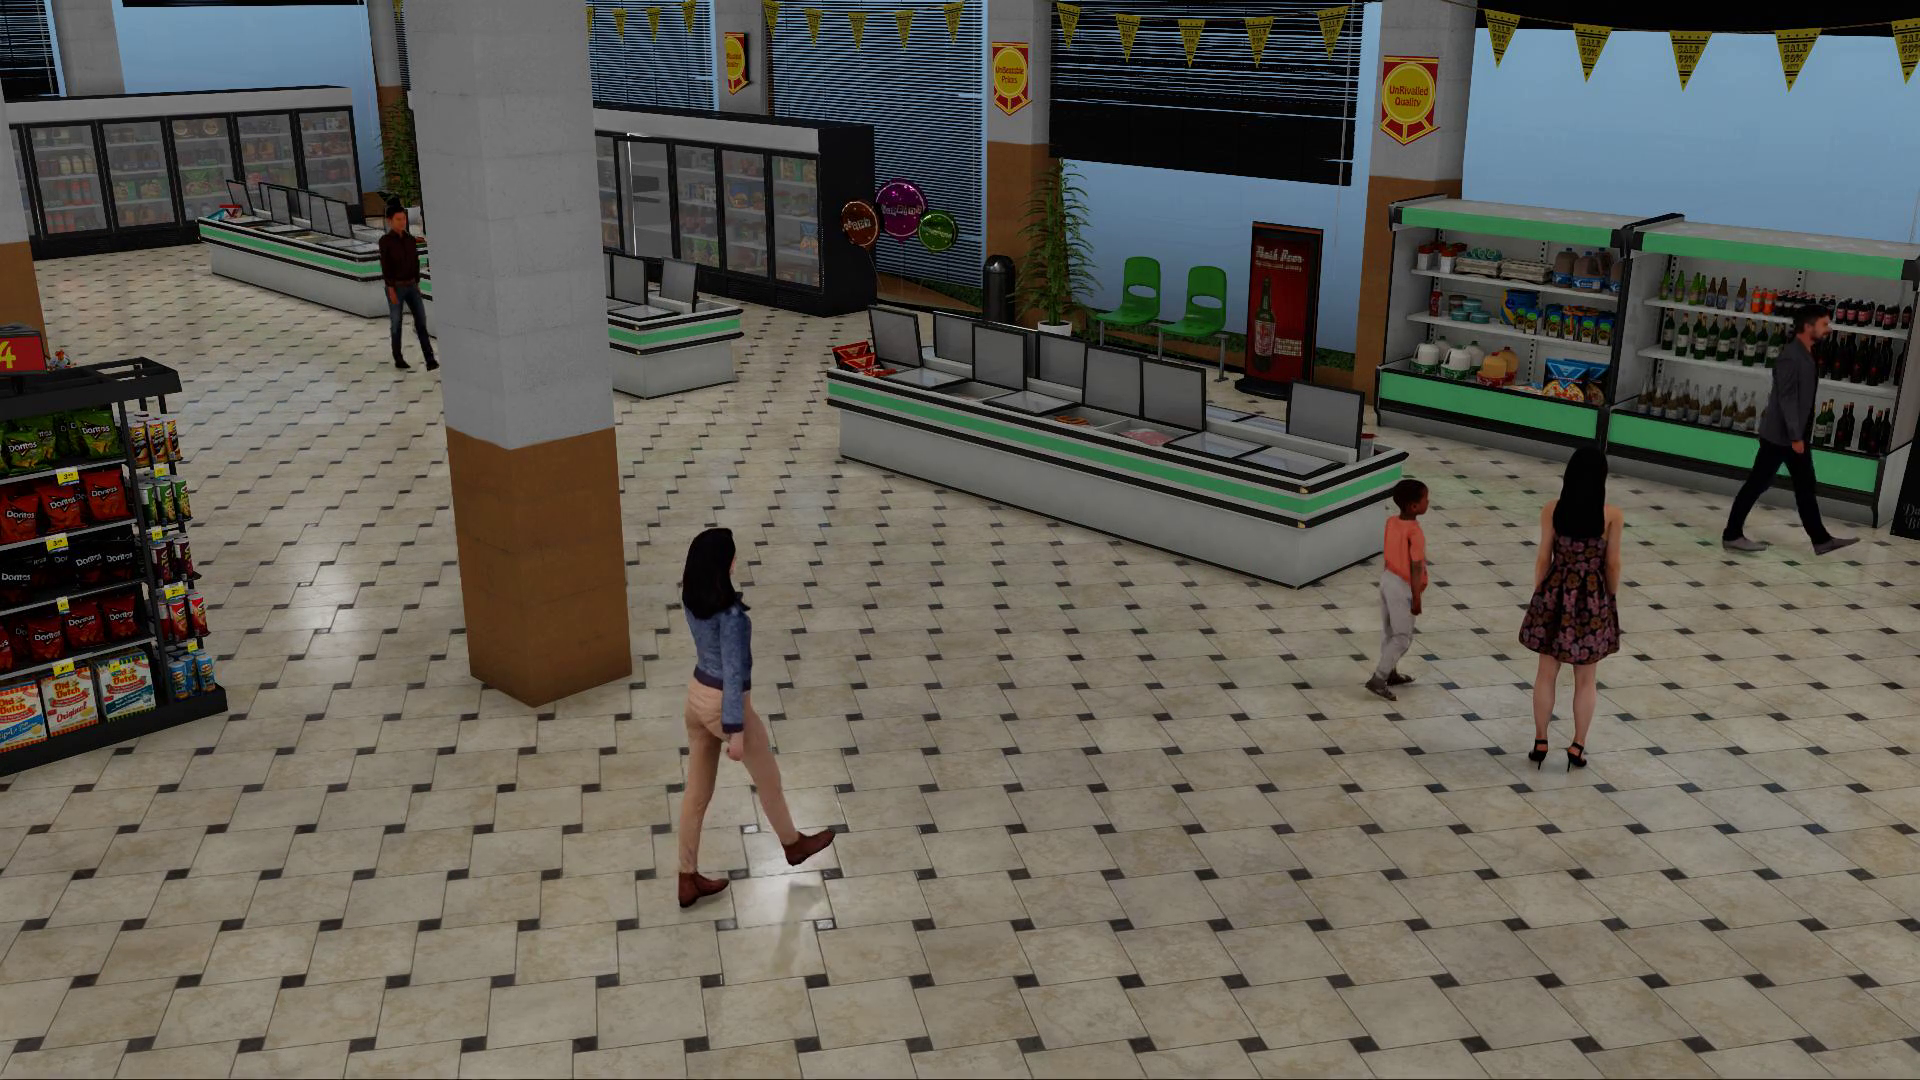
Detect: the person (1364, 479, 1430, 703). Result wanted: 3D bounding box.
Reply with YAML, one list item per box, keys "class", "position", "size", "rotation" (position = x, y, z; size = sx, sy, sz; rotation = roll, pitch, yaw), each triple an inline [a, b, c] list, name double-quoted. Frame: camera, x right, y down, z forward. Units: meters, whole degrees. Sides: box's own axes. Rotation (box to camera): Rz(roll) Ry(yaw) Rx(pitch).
- class: "person"
  position: [2.536, 0.269, 9.666]
  size: [0.707, 1.328, 0.675]
  rotation: [-5, 19, -15]

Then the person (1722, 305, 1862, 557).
- class: "person"
  position: [5.837, -0.769, 11.958]
  size: [1.128, 1.831, 0.773]
  rotation: [14, 23, 36]

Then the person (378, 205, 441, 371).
- class: "person"
  position: [-5.993, -2.657, 17.684]
  size: [0.964, 1.749, 0.675]
  rotation: [17, 25, 41]

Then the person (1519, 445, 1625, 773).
- class: "person"
  position: [3.198, 0.364, 8.687]
  size: [0.736, 1.773, 0.829]
  rotation: [8, 20, 22]

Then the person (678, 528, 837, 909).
- class: "person"
  position: [-1.139, 0.821, 7.375]
  size: [0.739, 1.745, 0.990]
  rotation: [-15, 24, -38]
